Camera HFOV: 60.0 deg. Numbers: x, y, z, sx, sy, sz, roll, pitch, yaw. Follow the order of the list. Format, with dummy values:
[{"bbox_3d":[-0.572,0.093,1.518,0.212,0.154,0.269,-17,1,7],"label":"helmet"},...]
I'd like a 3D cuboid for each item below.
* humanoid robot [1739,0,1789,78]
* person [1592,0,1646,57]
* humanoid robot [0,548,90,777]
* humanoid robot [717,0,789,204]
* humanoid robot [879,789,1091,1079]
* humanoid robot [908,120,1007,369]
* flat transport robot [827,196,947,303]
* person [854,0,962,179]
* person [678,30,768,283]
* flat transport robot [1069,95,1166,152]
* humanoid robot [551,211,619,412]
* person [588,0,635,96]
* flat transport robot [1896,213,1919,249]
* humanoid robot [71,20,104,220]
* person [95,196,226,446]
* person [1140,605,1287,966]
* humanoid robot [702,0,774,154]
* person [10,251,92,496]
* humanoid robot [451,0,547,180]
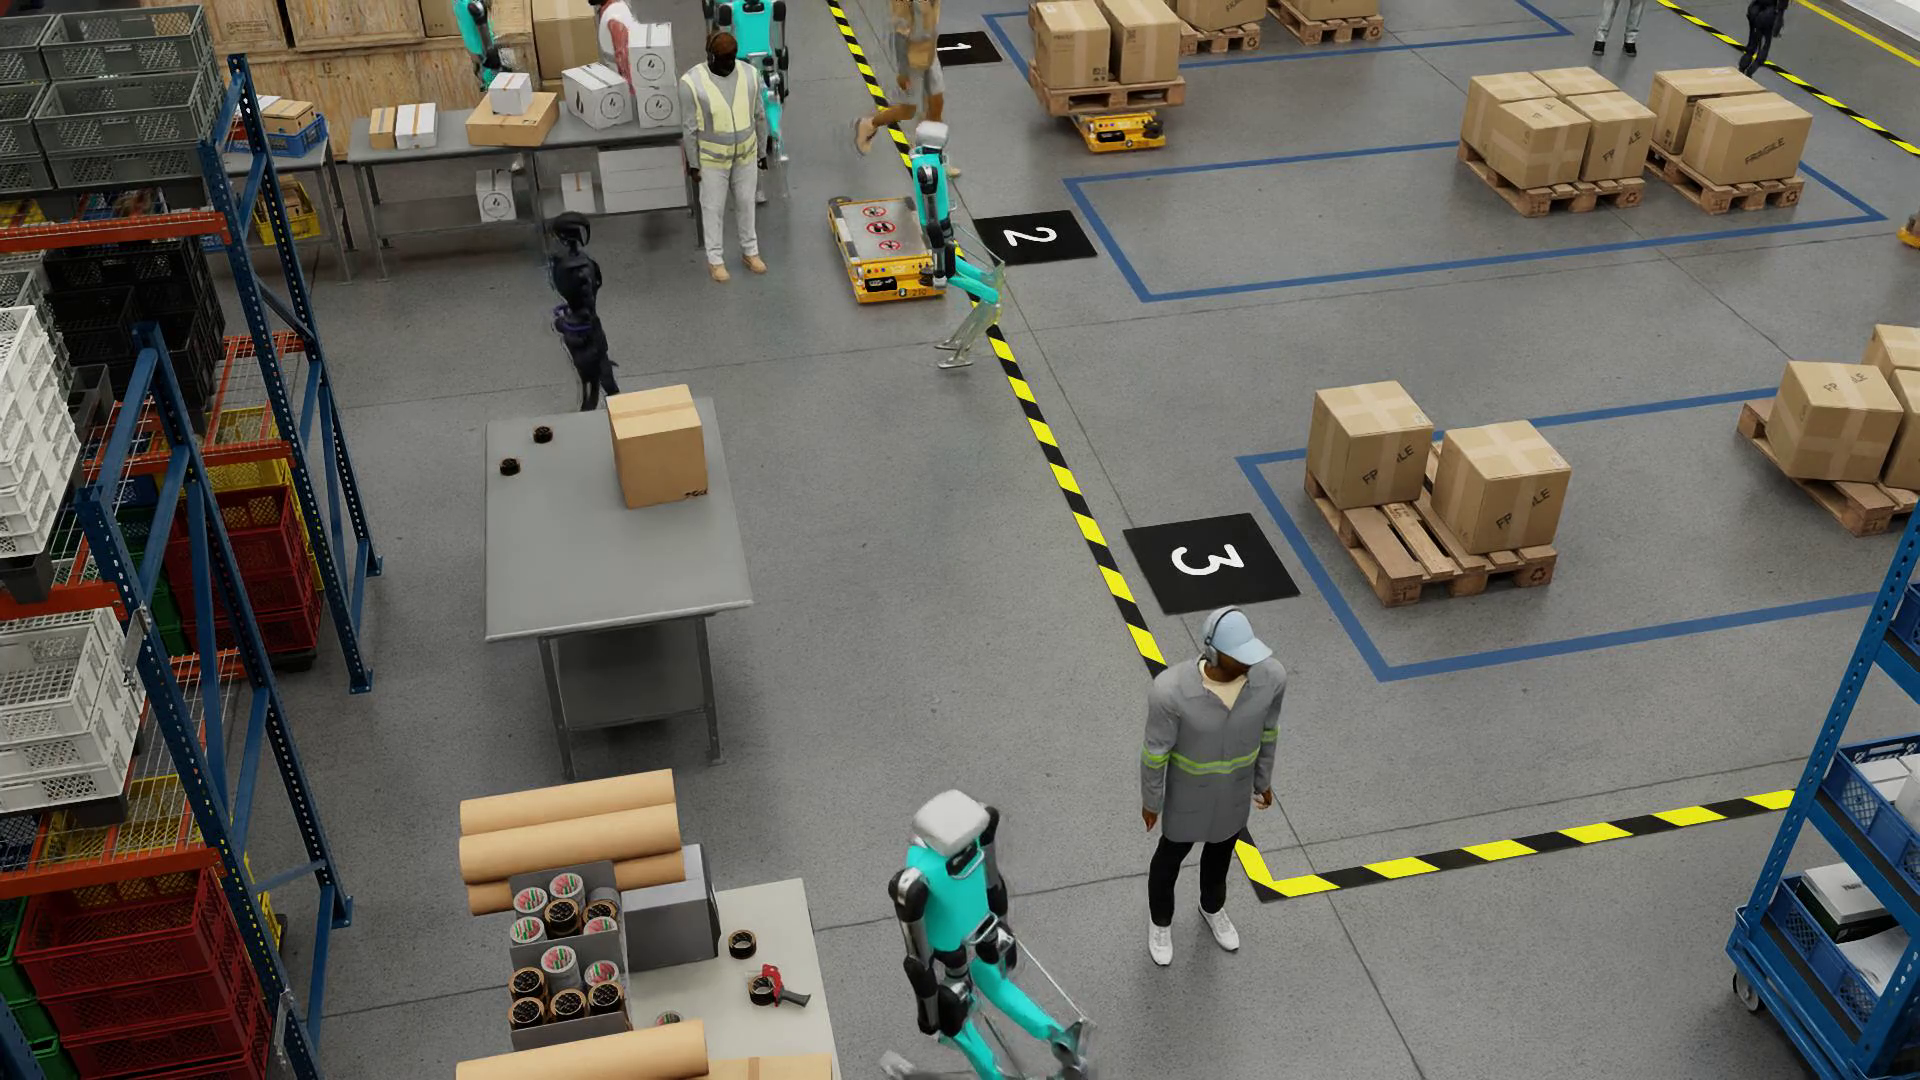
[{"bbox_3d":[7.142,-4.742,14.753,0.417,1.647,0.584,4,37,5],"label":"humanoid robot"},{"bbox_3d":[6.347,-5.453,15.574,0.602,1.828,0.404,5,37,7],"label":"person"},{"bbox_3d":[-4.346,0.509,7.692,0.443,1.648,0.608,6,37,8],"label":"humanoid robot"},{"bbox_3d":[-1.530,-3.395,12.892,0.545,1.808,0.671,-11,38,-14],"label":"humanoid robot"},{"bbox_3d":[0.122,1.662,6.073,0.984,1.726,0.541,23,43,28],"label":"humanoid robot"},{"bbox_3d":[0.045,-1.899,10.762,0.735,1.677,0.533,-1,37,-1],"label":"humanoid robot"},{"bbox_3d":[-0.570,-2.220,12.538,0.659,0.231,1.431,-8,37,-10],"label":"flat transport robot"},{"bbox_3d":[-0.399,-3.916,13.363,0.856,2.007,0.610,20,41,25],"label":"person"},{"bbox_3d":[-1.666,-2.760,11.956,0.630,1.835,0.429,-18,40,-22],"label":"person"},{"bbox_3d":[1.288,-3.815,14.658,0.652,0.197,1.431,-7,37,-10],"label":"flat transport robot"},{"bbox_3d":[-2.309,-1.216,10.039,0.736,1.636,0.609,-17,40,-22],"label":"humanoid robot"},{"bbox_3d":[-2.605,-3.568,12.992,0.486,1.888,0.619,-9,37,-11],"label":"person"},{"bbox_3d":[7.866,-2.144,12.412,0.652,0.197,1.431,-21,41,-25],"label":"flat transport robot"},{"bbox_3d":[-6.582,-2.856,12.183,0.958,1.770,0.542,-17,40,-21],"label":"humanoid robot"},{"bbox_3d":[-4.688,-1.173,9.821,0.353,1.838,0.515,26,44,31],"label":"person"},{"bbox_3d":[1.027,1.019,6.857,0.596,1.851,0.359,-9,38,-12],"label":"person"},{"bbox_3d":[-1.790,-4.126,13.879,0.554,1.774,0.958,-13,38,-16],"label":"humanoid robot"},{"bbox_3d":[-5.365,-0.981,9.652,0.769,1.722,0.535,12,38,15],"label":"person"},{"bbox_3d":[-3.595,-3.676,13.350,0.743,1.891,0.538,-23,42,-28],"label":"humanoid robot"}]
